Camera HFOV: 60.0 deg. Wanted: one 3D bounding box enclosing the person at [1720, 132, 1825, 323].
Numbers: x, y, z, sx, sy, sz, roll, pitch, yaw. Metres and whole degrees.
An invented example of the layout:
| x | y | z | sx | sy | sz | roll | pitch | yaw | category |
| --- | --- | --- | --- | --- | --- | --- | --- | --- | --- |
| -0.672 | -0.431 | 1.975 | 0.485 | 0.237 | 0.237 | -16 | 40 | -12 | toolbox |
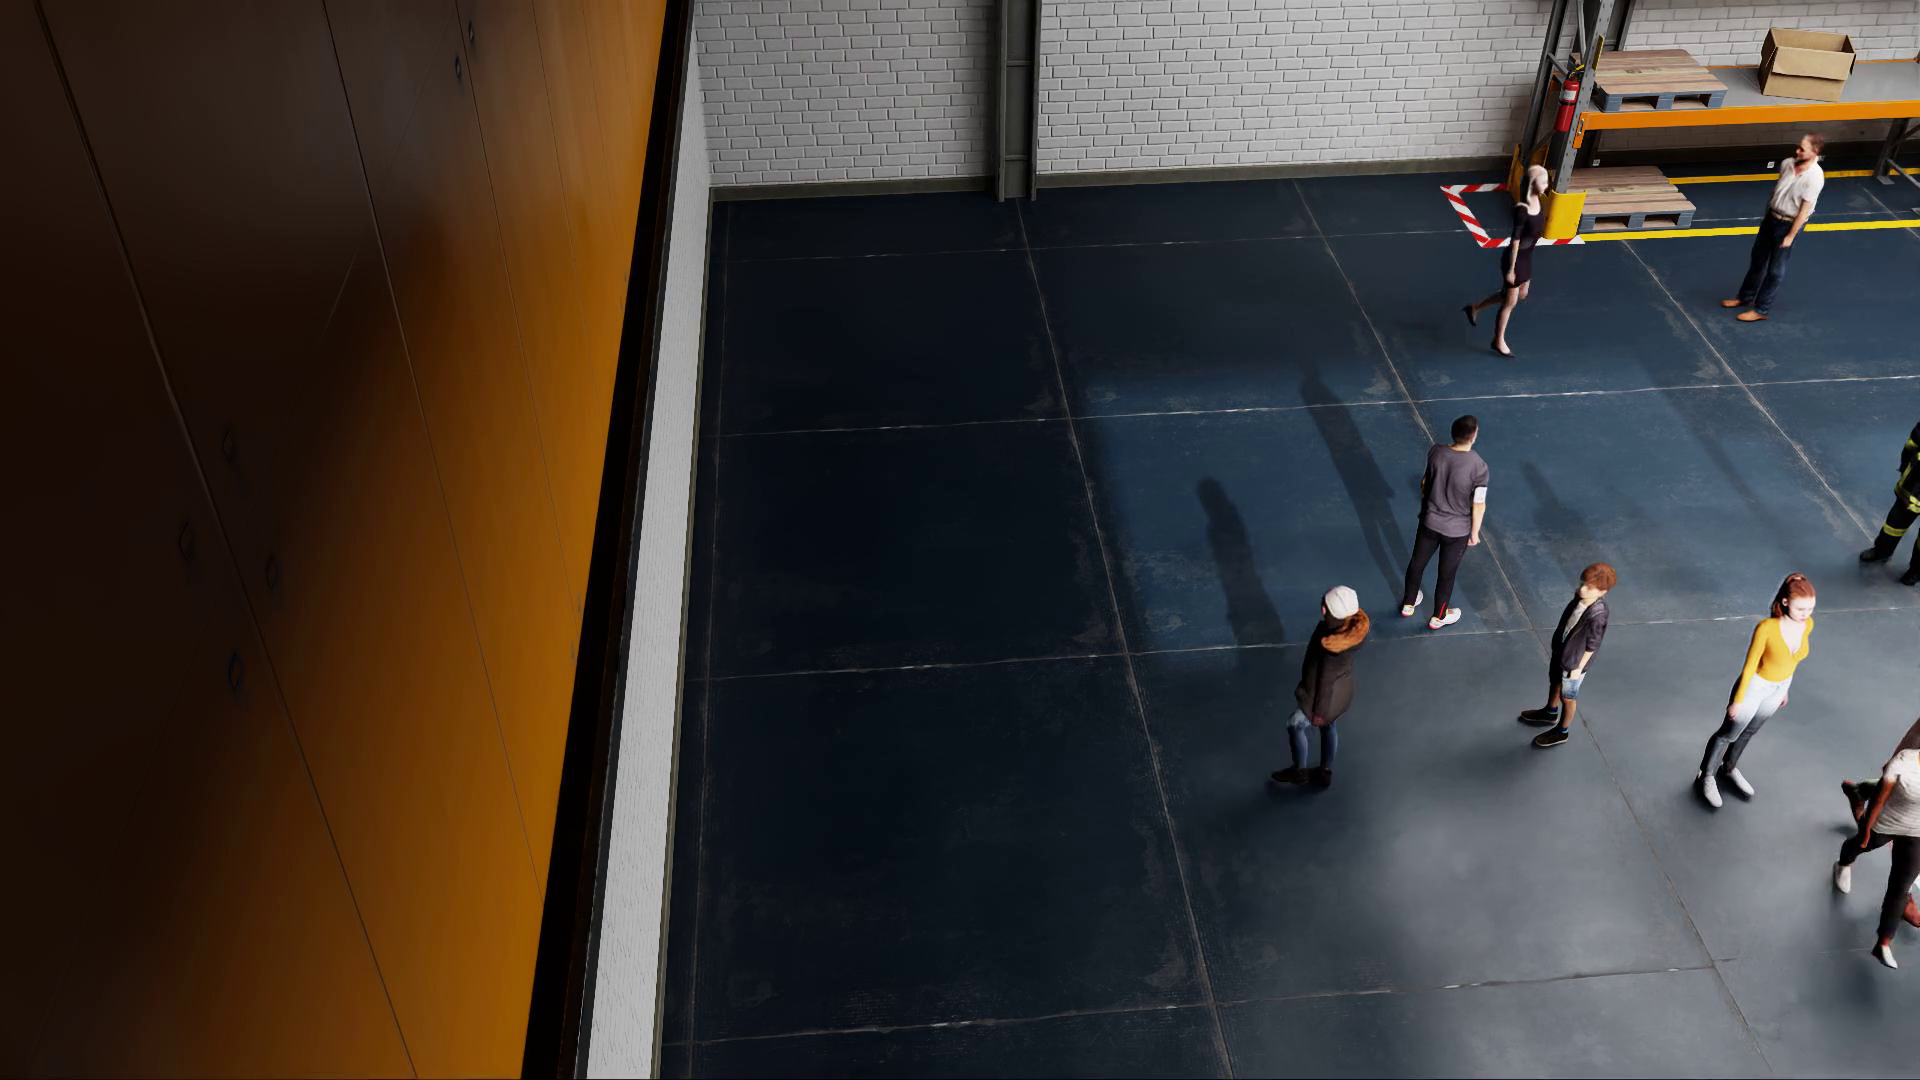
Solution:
| x | y | z | sx | sy | sz | roll | pitch | yaw | category |
| --- | --- | --- | --- | --- | --- | --- | --- | --- | --- |
| 7.505 | -2.848 | 15.058 | 0.660 | 1.850 | 0.702 | -7 | 39 | -9 | person |

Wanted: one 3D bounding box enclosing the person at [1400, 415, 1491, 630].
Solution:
| x | y | z | sx | sy | sz | roll | pitch | yaw | category |
| --- | --- | --- | --- | --- | --- | --- | --- | --- | --- |
| 3.420 | -0.132 | 11.725 | 0.714 | 1.765 | 0.762 | 30 | 48 | 32 | person |

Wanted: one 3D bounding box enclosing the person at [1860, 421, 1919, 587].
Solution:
| x | y | z | sx | sy | sz | roll | pitch | yaw | category |
| --- | --- | --- | --- | --- | --- | --- | --- | --- | --- |
| 7.165 | -0.513 | 12.125 | 0.863 | 1.861 | 0.865 | -20 | 43 | -24 | person |

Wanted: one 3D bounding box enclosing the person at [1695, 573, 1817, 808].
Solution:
| x | y | z | sx | sy | sz | roll | pitch | yaw | category |
| --- | --- | --- | --- | --- | --- | --- | --- | --- | --- |
| 5.003 | 0.933 | 10.404 | 0.556 | 1.750 | 0.705 | -12 | 40 | -15 | person |

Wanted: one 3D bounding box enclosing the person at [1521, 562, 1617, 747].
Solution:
| x | y | z | sx | sy | sz | roll | pitch | yaw | category |
| --- | --- | --- | --- | --- | --- | --- | --- | --- | --- |
| 4.015 | 0.734 | 10.896 | 0.500 | 1.445 | 0.523 | -3 | 39 | -4 | person |

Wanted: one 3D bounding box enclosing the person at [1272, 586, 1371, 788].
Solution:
| x | y | z | sx | sy | sz | roll | pitch | yaw | category |
| --- | --- | --- | --- | --- | --- | --- | --- | --- | --- |
| 2.372 | 0.972 | 10.453 | 0.817 | 1.626 | 0.781 | 18 | 42 | 21 | person |

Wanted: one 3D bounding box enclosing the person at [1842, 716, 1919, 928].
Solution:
| x | y | z | sx | sy | sz | roll | pitch | yaw | category |
| --- | --- | --- | --- | --- | --- | --- | --- | --- | --- |
| 5.706 | 1.311 | 9.862 | 1.193 | 1.834 | 0.810 | -7 | 39 | -9 | person |

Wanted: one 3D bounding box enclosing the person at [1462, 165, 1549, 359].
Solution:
| x | y | z | sx | sy | sz | roll | pitch | yaw | category |
| --- | --- | --- | --- | --- | --- | --- | --- | --- | --- |
| 4.790 | -2.457 | 14.593 | 0.934 | 1.819 | 0.858 | 25 | 45 | 28 | person |

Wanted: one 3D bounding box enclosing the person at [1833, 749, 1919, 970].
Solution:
| x | y | z | sx | sy | sz | roll | pitch | yaw | category |
| --- | --- | --- | --- | --- | --- | --- | --- | --- | --- |
| 5.424 | 1.607 | 9.690 | 1.120 | 1.588 | 0.904 | 9 | 39 | 11 | person |
